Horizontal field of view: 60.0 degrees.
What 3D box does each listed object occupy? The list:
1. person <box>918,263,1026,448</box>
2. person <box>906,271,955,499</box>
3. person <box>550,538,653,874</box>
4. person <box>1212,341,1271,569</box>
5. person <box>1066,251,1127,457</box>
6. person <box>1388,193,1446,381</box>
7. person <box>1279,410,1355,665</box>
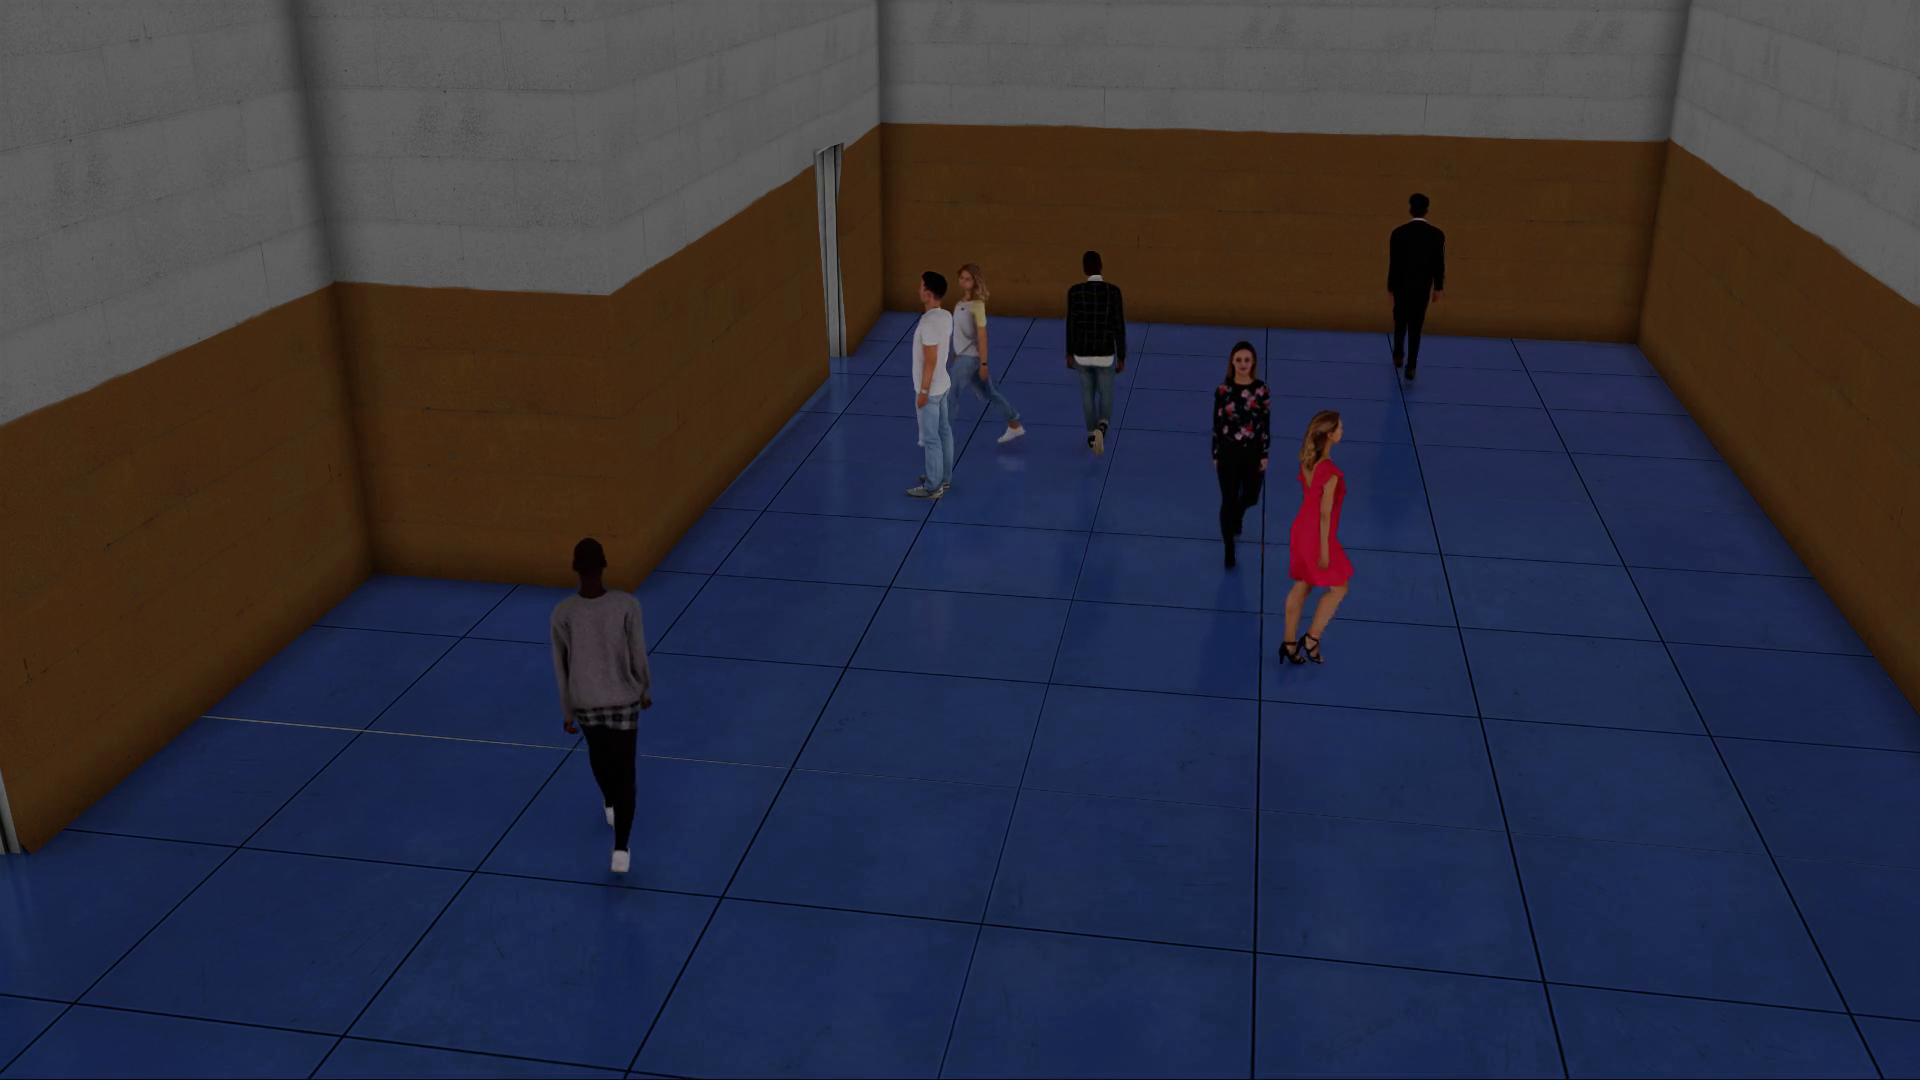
[{"bbox_3d":[0.199,-1.563,14.533,1.297,1.671,0.996,-4,22,-10],"label":"person"},{"bbox_3d":[-0.220,-1.270,13.562,0.616,1.866,0.707,7,23,18],"label":"person"},{"bbox_3d":[-1.790,0.860,8.435,1.159,1.737,0.932,-3,22,-7],"label":"person"},{"bbox_3d":[2.079,-0.663,12.320,0.916,1.666,0.716,1,22,3],"label":"person"},{"bbox_3d":[1.160,-1.575,14.423,0.940,1.791,0.761,3,22,7],"label":"person"},{"bbox_3d":[4.531,-2.480,16.615,1.155,1.835,0.772,4,22,9],"label":"person"},{"bbox_3d":[2.171,0.014,10.569,0.738,1.715,0.699,-5,22,-12],"label":"person"}]
